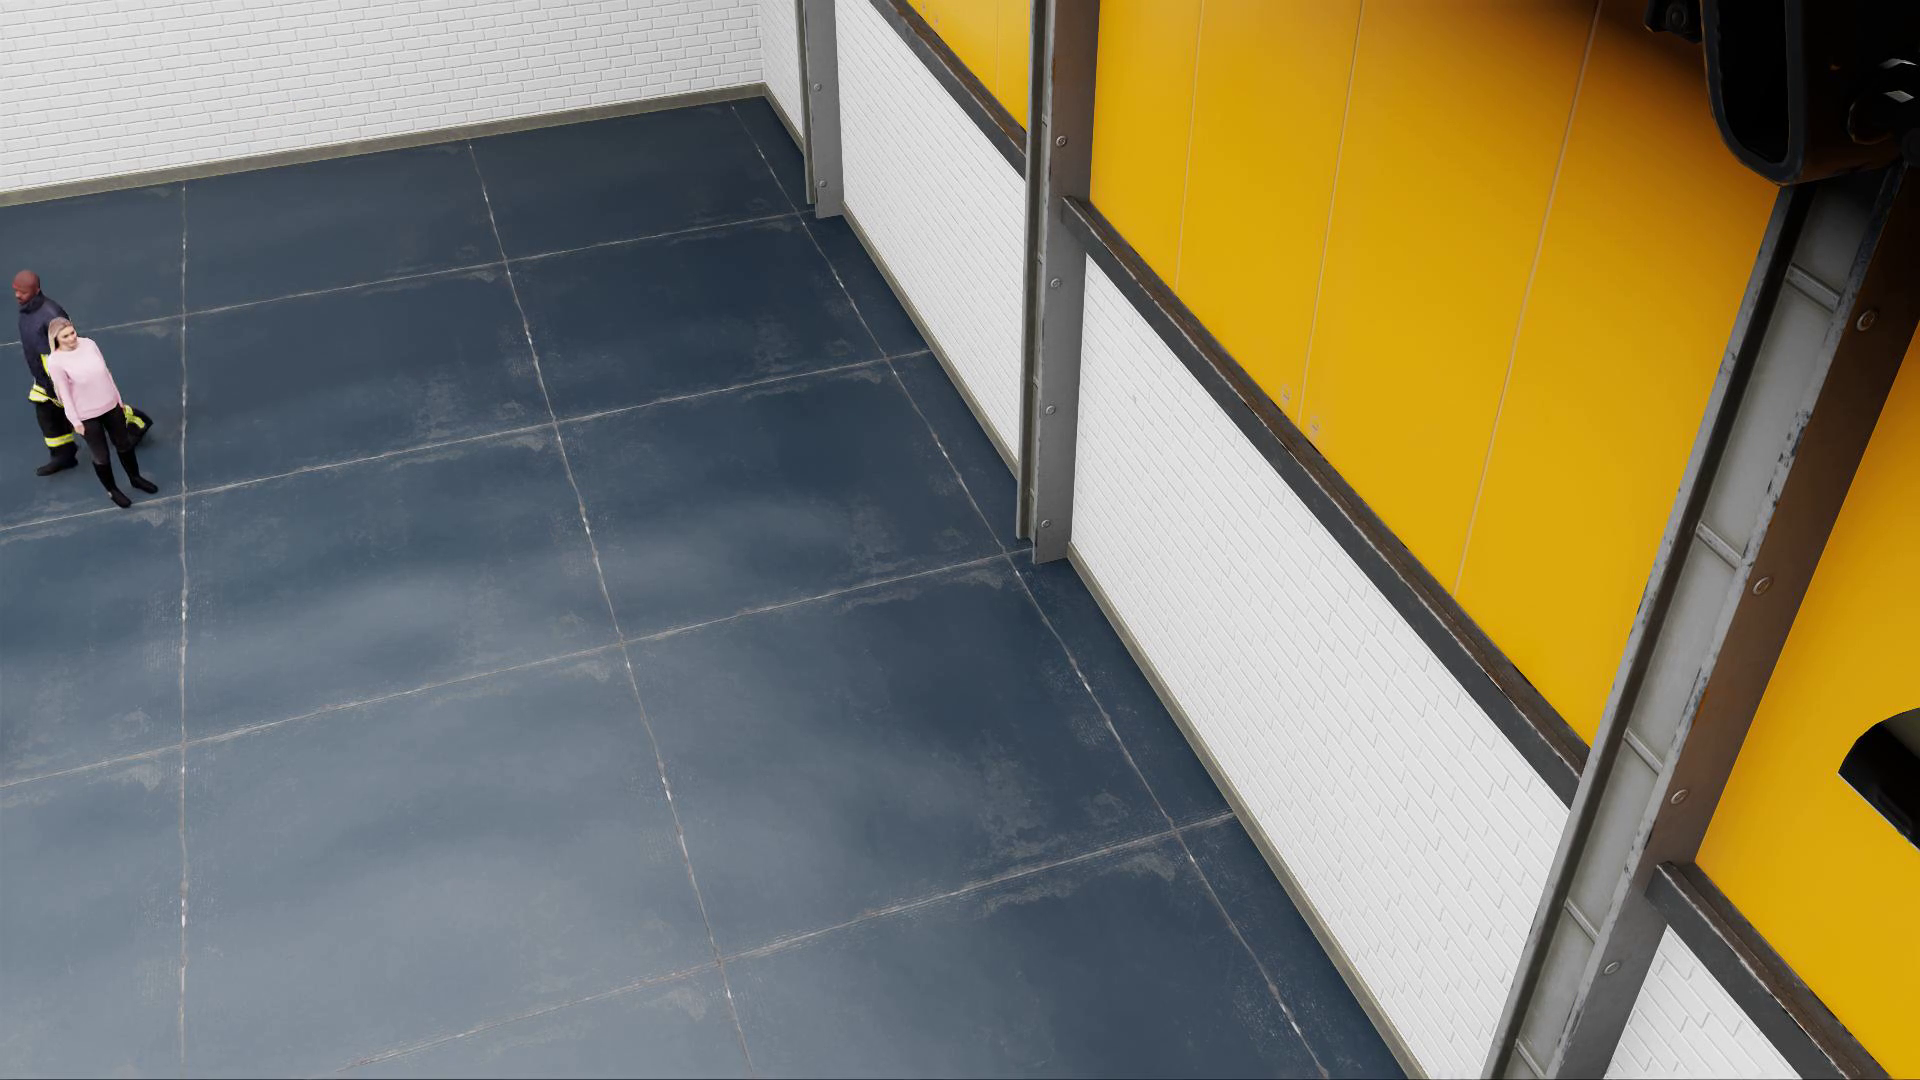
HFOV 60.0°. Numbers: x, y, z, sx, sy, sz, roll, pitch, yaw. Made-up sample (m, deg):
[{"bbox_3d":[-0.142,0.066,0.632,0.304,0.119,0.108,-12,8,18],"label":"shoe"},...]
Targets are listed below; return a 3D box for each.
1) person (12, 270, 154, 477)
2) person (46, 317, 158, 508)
[{"bbox_3d":[-7.117,-1.393,13.359,1.267,1.783,1.189,27,46,30],"label":"person"},{"bbox_3d":[-6.755,-1.023,12.975,0.737,1.683,0.688,19,42,22],"label":"person"}]
